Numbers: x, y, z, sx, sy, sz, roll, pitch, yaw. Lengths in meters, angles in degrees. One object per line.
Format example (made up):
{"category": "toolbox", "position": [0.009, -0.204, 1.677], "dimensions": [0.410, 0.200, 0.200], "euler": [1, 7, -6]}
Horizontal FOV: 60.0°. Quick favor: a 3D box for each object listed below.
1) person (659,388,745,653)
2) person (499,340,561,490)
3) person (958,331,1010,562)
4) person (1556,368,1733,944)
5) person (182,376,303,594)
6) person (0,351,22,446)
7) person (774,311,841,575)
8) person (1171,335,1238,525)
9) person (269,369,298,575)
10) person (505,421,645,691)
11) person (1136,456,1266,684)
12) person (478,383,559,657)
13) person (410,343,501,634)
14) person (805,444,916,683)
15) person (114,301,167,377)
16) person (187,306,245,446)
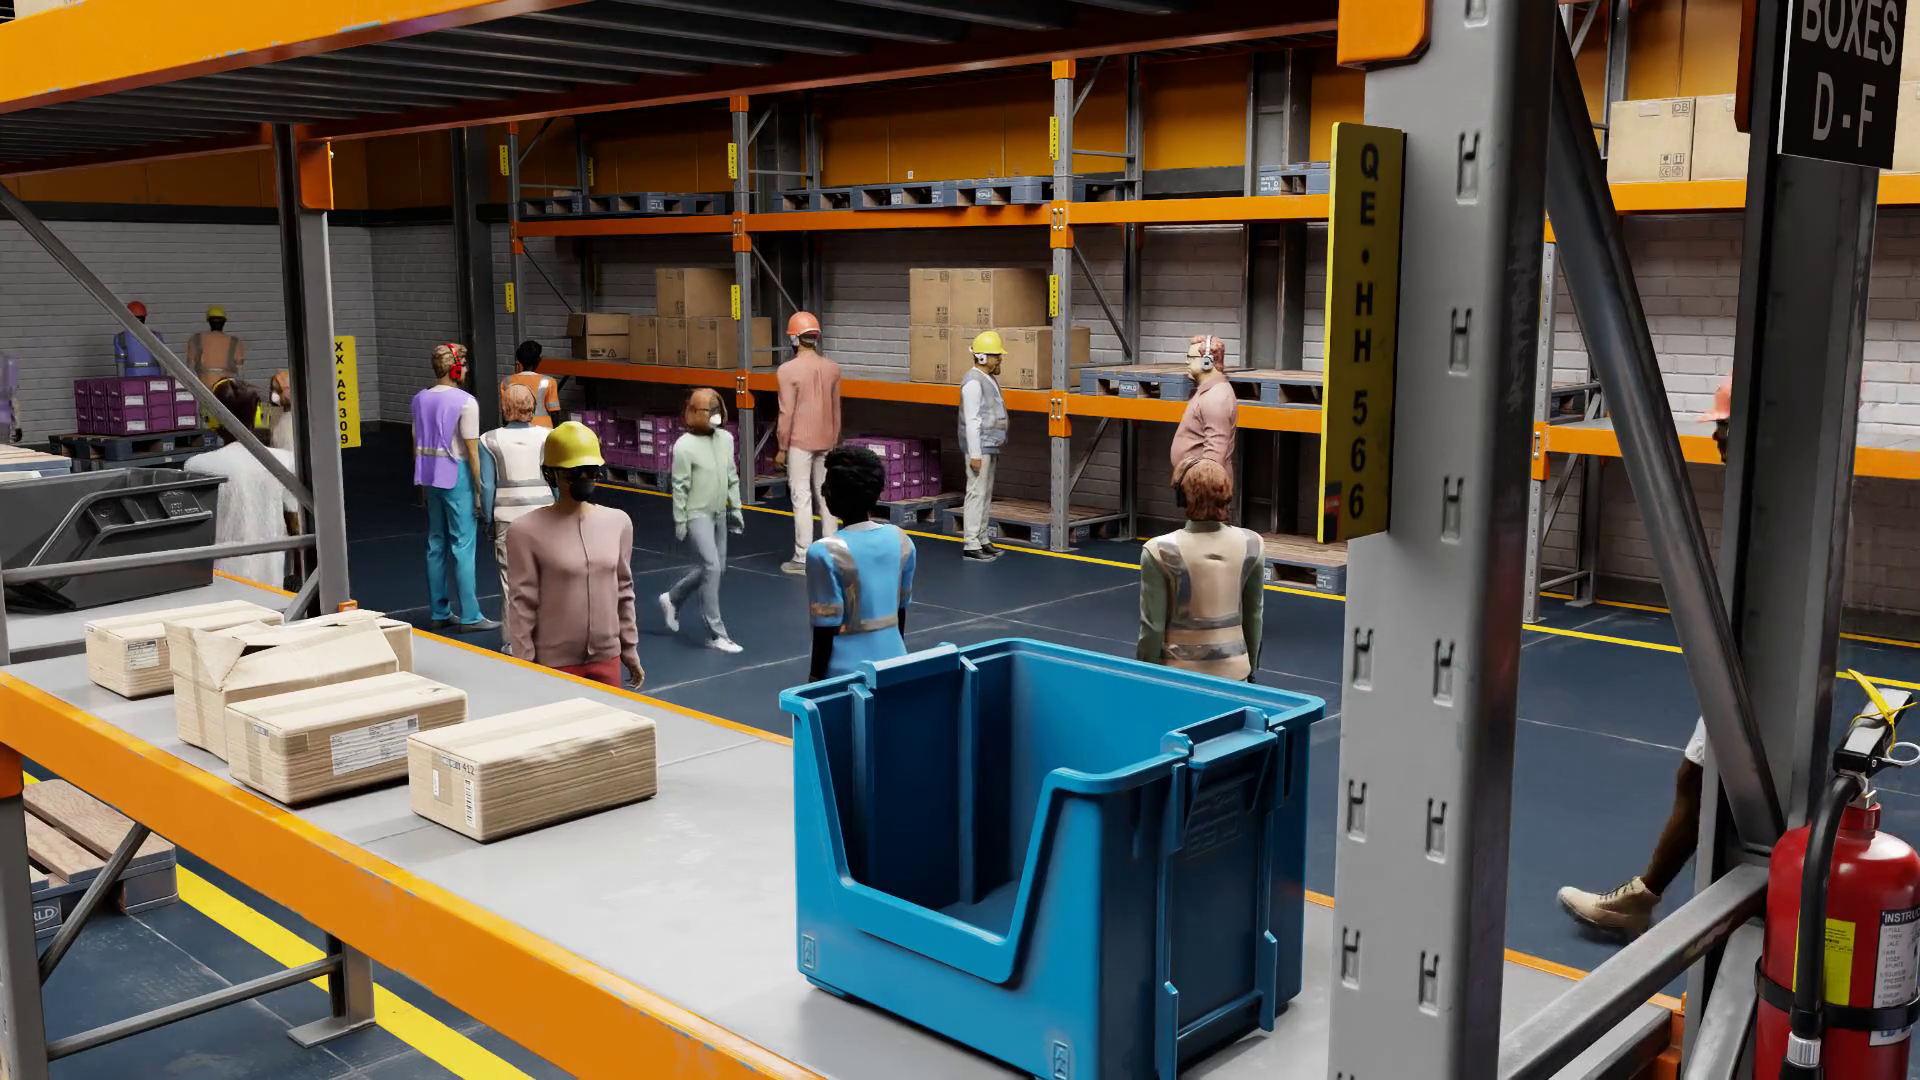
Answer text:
{"category": "person", "position": [-1.610, -0.136, 10.151], "dimensions": [0.672, 1.609, 0.507], "euler": [5, 11, 30]}
{"category": "person", "position": [-3.740, -0.893, 14.541], "dimensions": [0.542, 1.695, 0.316], "euler": [1, 9, 5]}
{"category": "person", "position": [0.193, -0.747, 13.247], "dimensions": [0.403, 1.828, 0.596], "euler": [2, 10, 15]}
{"category": "person", "position": [2.555, 0.416, 5.587], "dimensions": [1.001, 1.995, 0.650], "euler": [5, 10, 27]}
{"category": "person", "position": [-3.140, 0.217, 7.268], "dimensions": [0.377, 1.856, 0.511], "euler": [7, 12, 39]}
{"category": "person", "position": [-8.957, -1.112, 15.275], "dimensions": [0.596, 1.903, 0.813], "euler": [-7, 12, -37]}
{"category": "person", "position": [-1.167, -0.735, 12.658], "dimensions": [0.396, 1.992, 0.622], "euler": [9, 13, 42]}
{"category": "person", "position": [1.519, -0.322, 10.401], "dimensions": [0.409, 1.909, 0.640], "euler": [1, 9, 6]}
{"category": "person", "position": [-4.575, -0.359, 11.458], "dimensions": [0.506, 1.632, 0.268], "euler": [6, 11, 34]}
{"category": "person", "position": [-1.405, 0.444, 6.126], "dimensions": [0.523, 1.769, 0.315], "euler": [-9, 13, -42]}
{"category": "person", "position": [0.882, 0.512, 6.102], "dimensions": [0.513, 1.641, 0.307], "euler": [-4, 10, -21]}
{"category": "person", "position": [-2.596, -0.113, 9.925], "dimensions": [0.513, 1.642, 0.311], "euler": [-3, 10, -17]}
{"category": "person", "position": [-3.248, -0.322, 10.581], "dimensions": [0.564, 1.847, 0.396], "euler": [6, 11, 32]}
{"category": "person", "position": [-0.372, 0.500, 5.994], "dimensions": [0.316, 1.697, 0.541], "euler": [7, 11, 35]}
{"category": "person", "position": [-9.665, -1.852, 19.667], "dimensions": [0.544, 1.943, 0.347], "euler": [-4, 10, -24]}
{"category": "person", "position": [-8.554, -1.740, 19.134], "dimensions": [0.641, 1.889, 0.572], "euler": [-4, 10, -22]}
